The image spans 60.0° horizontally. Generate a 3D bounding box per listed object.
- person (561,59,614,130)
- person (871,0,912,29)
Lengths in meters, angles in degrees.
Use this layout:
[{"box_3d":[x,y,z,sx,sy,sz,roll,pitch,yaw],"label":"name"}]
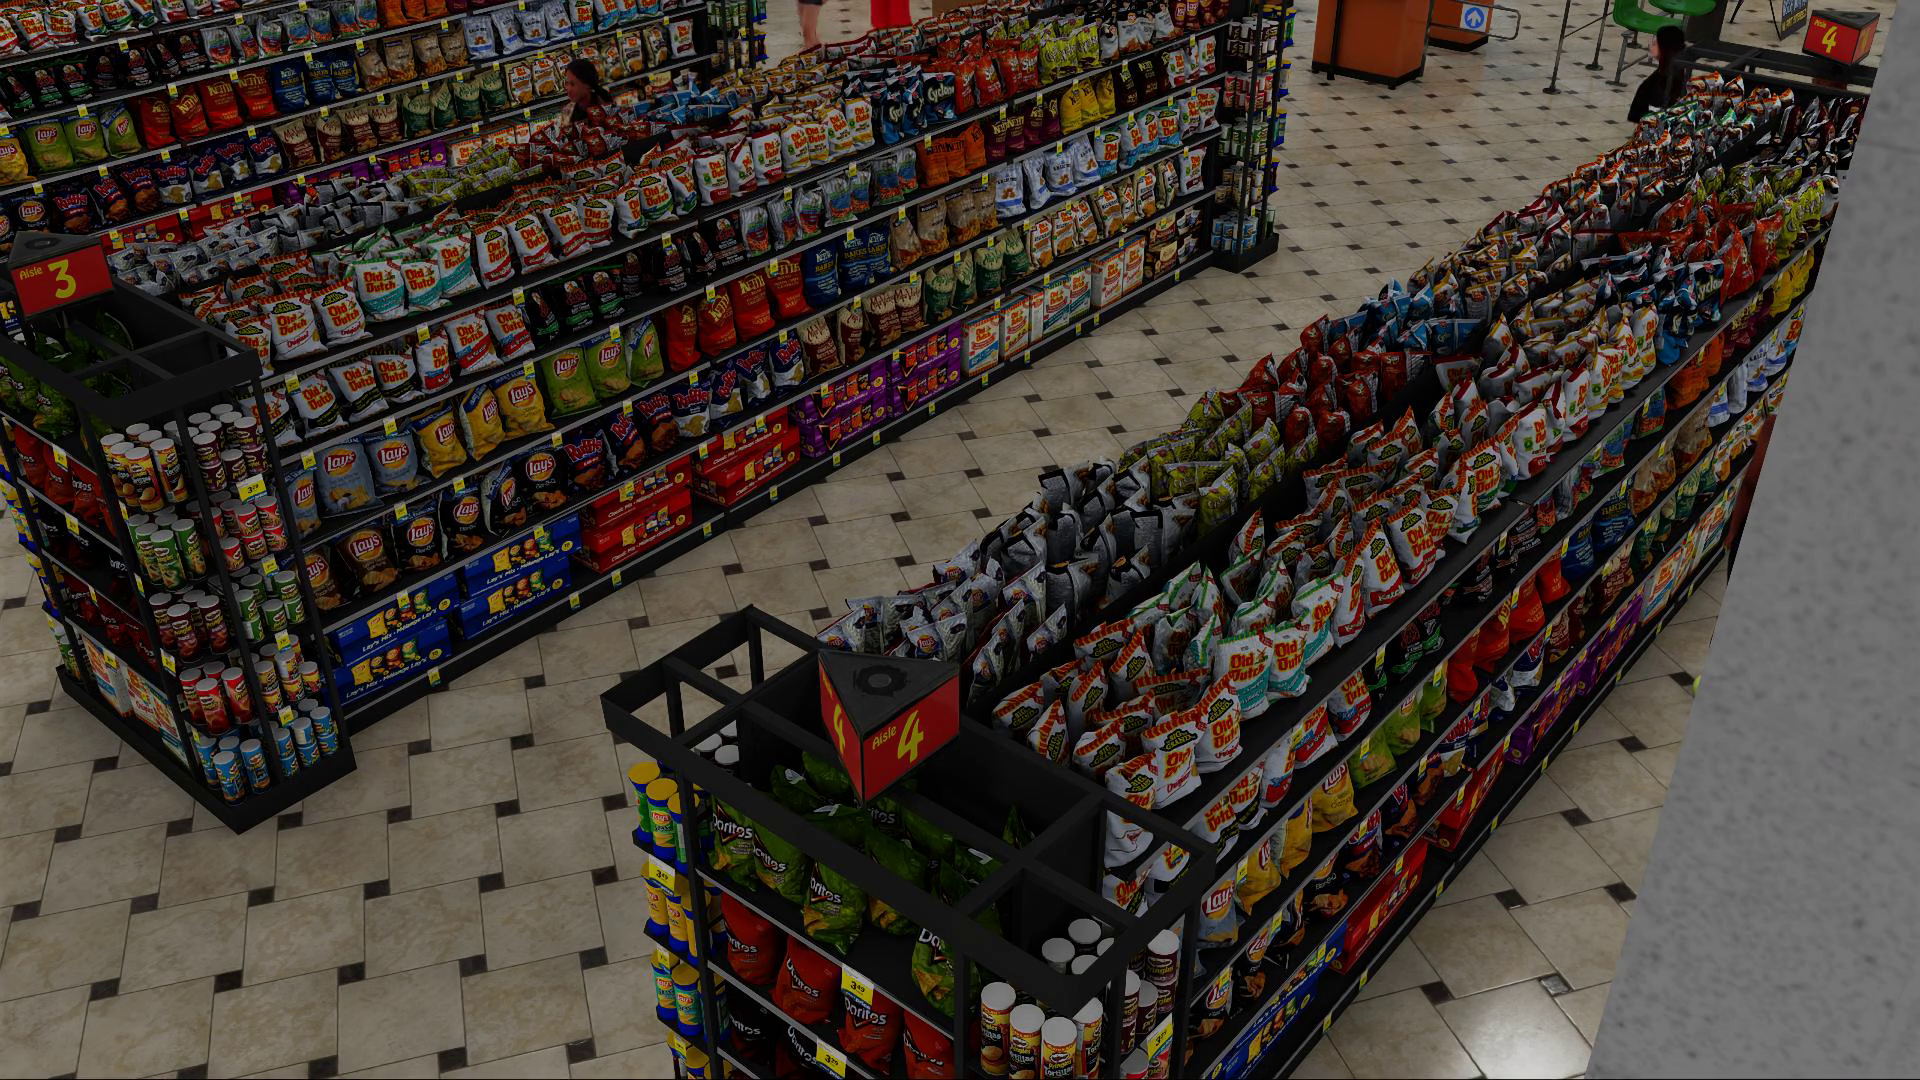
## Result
[{"box_3d":[-2.228,-2.188,10.595,0.724,1.758,1.014,15,35,23],"label":"person"},{"box_3d":[-0.656,-5.264,15.547,1.164,1.748,1.168,-4,32,-7],"label":"person"}]
